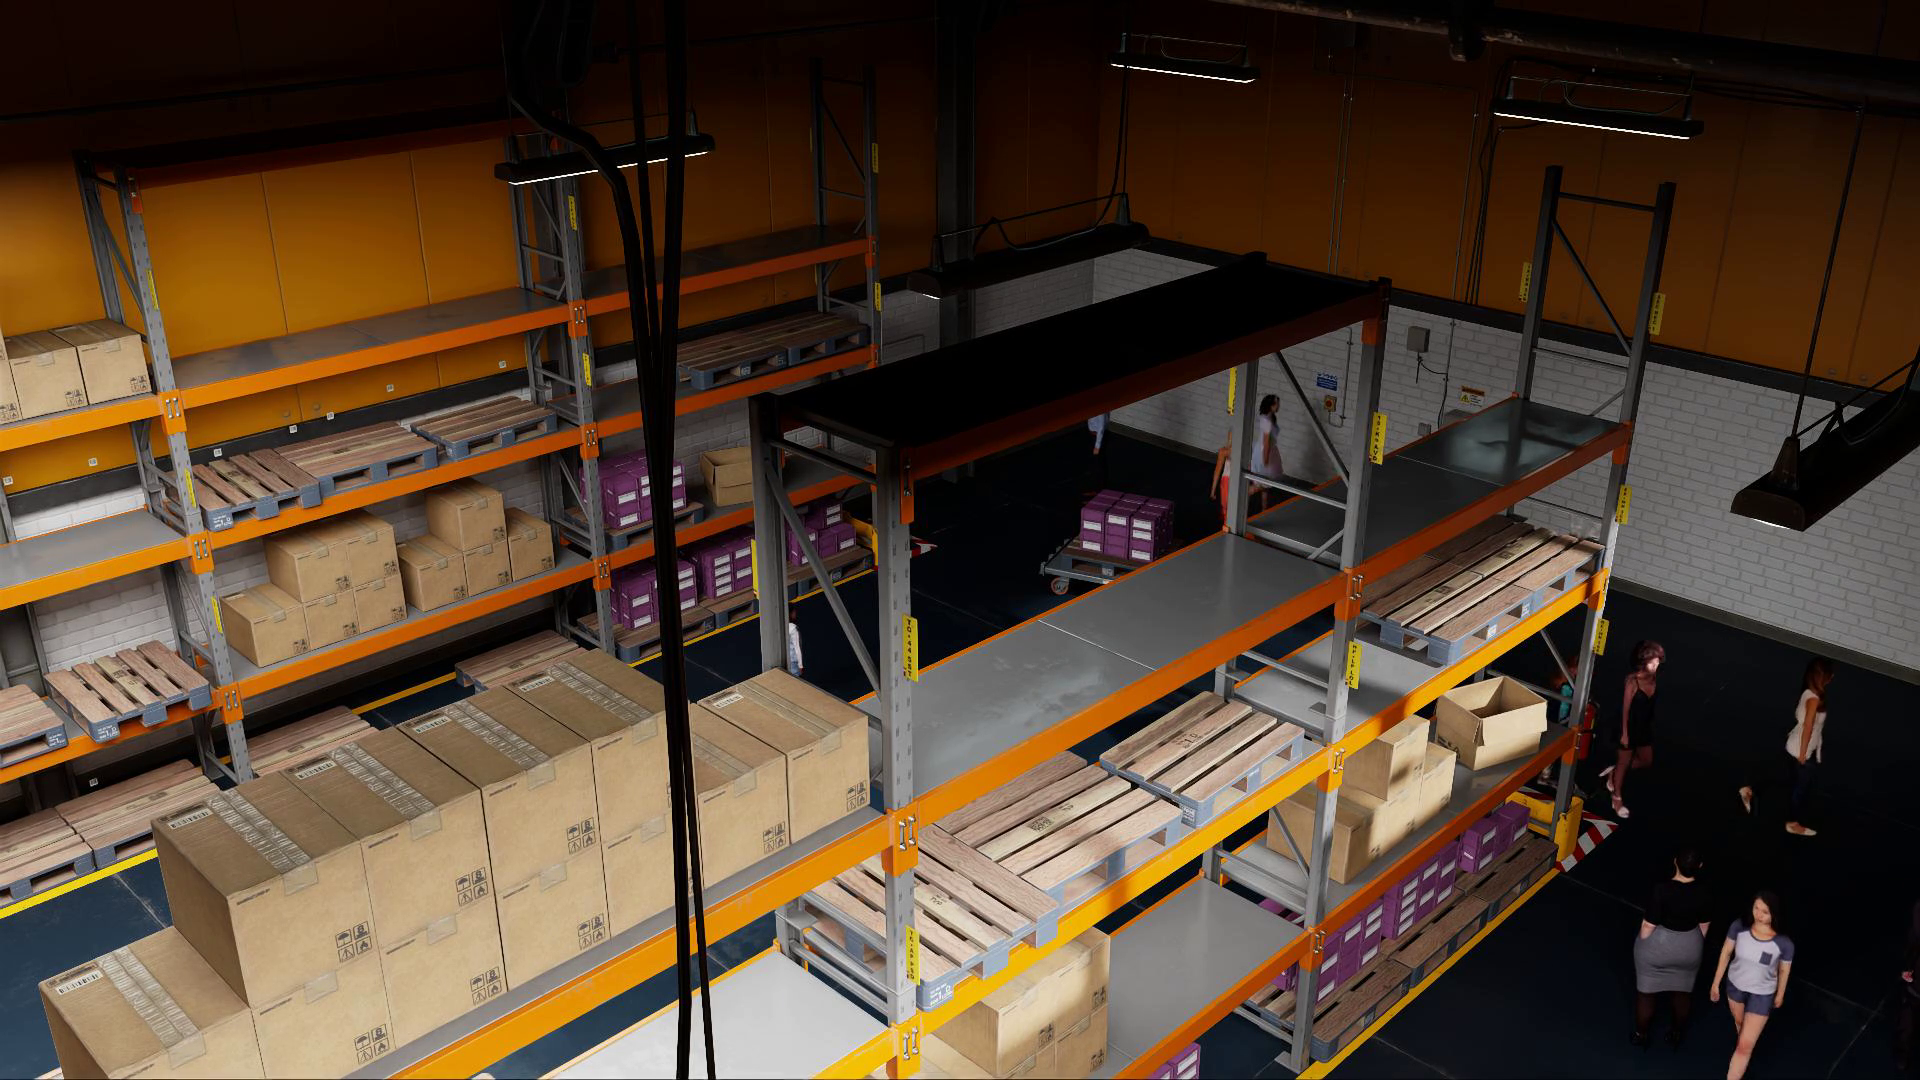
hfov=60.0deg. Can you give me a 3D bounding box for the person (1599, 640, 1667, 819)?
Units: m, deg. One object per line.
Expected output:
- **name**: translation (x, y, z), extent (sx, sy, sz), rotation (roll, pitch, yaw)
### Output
- **person**: translation (6.109, 1.705, 15.254), extent (0.740, 1.777, 0.747), rotation (-11, 26, -23)

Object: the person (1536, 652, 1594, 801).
- **person**: translation (5.641, 1.690, 15.653), extent (0.741, 1.484, 0.756), rotation (12, 27, 26)

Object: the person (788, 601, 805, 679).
- **person**: translation (-1.747, 1.208, 17.036), extent (0.481, 1.260, 0.479), rotation (21, 31, 39)

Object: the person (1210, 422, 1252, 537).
- **person**: translation (3.385, -0.550, 20.432), extent (1.241, 1.761, 1.057), rotation (-8, 25, -18)

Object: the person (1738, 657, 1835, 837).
- **person**: translation (7.464, 1.847, 14.939), extent (0.856, 1.768, 0.955), rotation (10, 26, 23)

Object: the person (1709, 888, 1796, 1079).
- **person**: translation (5.721, 3.208, 11.974), extent (1.116, 1.650, 0.622), rotation (-21, 31, -39)

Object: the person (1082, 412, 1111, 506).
- **person**: translation (1.859, -1.337, 22.198), extent (0.791, 1.789, 0.704), rotation (3, 24, 7)

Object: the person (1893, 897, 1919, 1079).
- **person**: translation (6.956, 3.153, 11.816), extent (0.797, 1.877, 0.890), rotation (18, 29, 36)

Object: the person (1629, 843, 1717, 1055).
- **person**: translation (5.246, 3.019, 12.271), extent (0.778, 1.758, 0.835), rotation (0, 24, 1)
